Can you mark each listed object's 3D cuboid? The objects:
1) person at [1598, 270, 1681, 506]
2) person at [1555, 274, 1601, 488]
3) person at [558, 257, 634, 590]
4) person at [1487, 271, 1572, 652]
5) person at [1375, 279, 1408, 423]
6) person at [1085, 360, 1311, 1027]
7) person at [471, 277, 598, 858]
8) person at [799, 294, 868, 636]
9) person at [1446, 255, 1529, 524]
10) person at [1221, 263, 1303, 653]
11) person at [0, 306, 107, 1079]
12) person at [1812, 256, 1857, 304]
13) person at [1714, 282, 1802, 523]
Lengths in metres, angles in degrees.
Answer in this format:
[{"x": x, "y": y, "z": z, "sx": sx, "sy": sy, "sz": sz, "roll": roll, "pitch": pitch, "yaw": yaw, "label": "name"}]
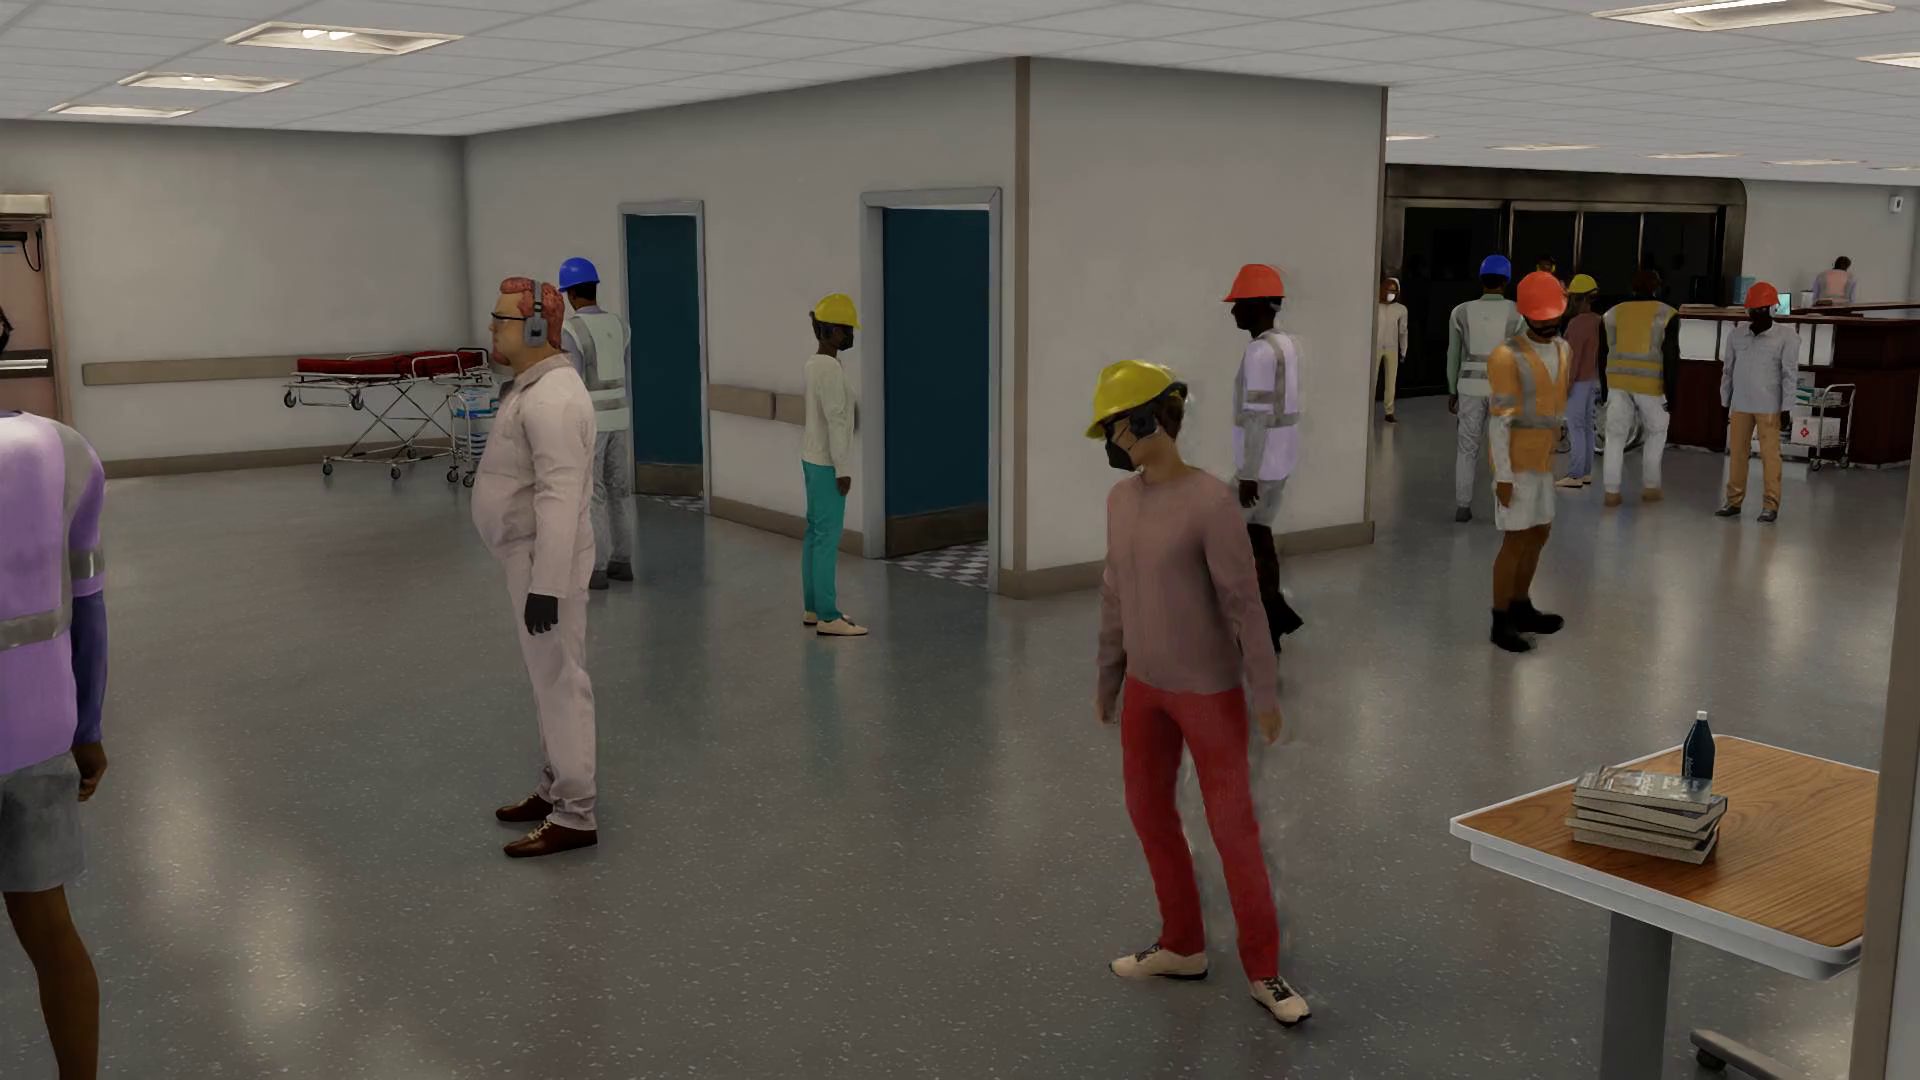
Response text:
[{"x": 5.274, "y": -1.177, "z": 12.911, "sx": 0.666, "sy": 1.805, "sz": 0.785, "roll": 9, "pitch": 13, "yaw": 41, "label": "person"}, {"x": 5.138, "y": -1.317, "z": 13.837, "sx": 0.310, "sy": 1.769, "sz": 0.522, "roll": 8, "pitch": 13, "yaw": 39, "label": "person"}, {"x": -2.162, "y": -0.677, "z": 9.762, "sx": 0.412, "sy": 1.938, "sz": 0.605, "roll": 5, "pitch": 11, "yaw": 25, "label": "person"}, {"x": 2.847, "y": -0.385, "z": 8.270, "sx": 0.696, "sy": 1.889, "sz": 0.492, "roll": -8, "pitch": 13, "yaw": -37, "label": "person"}, {"x": 4.787, "y": -2.128, "z": 18.768, "sx": 0.511, "sy": 1.627, "sz": 0.285, "roll": 0, "pitch": 10, "yaw": 1, "label": "person"}, {"x": 0.624, "y": 0.399, "z": 4.350, "sx": 0.407, "sy": 1.719, "sz": 0.696, "roll": -7, "pitch": 12, "yaw": -35, "label": "person"}, {"x": -1.413, "y": 0.087, "z": 5.562, "sx": 0.407, "sy": 1.913, "sz": 0.641, "roll": -3, "pitch": 11, "yaw": -18, "label": "person"}, {"x": -0.663, "y": -0.389, "z": 8.647, "sx": 0.329, "sy": 1.763, "sz": 0.523, "roll": -3, "pitch": 11, "yaw": -16, "label": "person"}, {"x": 3.815, "y": -1.075, "z": 11.993, "sx": 0.602, "sy": 1.938, "sz": 0.400, "roll": 5, "pitch": 11, "yaw": 28, "label": "person"}, {"x": 1.441, "y": -0.379, "z": 8.134, "sx": 0.398, "sy": 1.921, "sz": 0.582, "roll": 4, "pitch": 11, "yaw": 24, "label": "person"}, {"x": -2.043, "y": 0.411, "z": 3.436, "sx": 0.409, "sy": 2.028, "sz": 0.615, "roll": 4, "pitch": 11, "yaw": 19, "label": "person"}, {"x": 14.231, "y": -3.730, "z": 27.266, "sx": 0.775, "sy": 1.810, "sz": 0.434, "roll": 5, "pitch": 11, "yaw": 27, "label": "person"}, {"x": 5.800, "y": -1.001, "z": 12.132, "sx": 0.361, "sy": 1.742, "sz": 0.563, "roll": -7, "pitch": 12, "yaw": -35, "label": "person"}]
